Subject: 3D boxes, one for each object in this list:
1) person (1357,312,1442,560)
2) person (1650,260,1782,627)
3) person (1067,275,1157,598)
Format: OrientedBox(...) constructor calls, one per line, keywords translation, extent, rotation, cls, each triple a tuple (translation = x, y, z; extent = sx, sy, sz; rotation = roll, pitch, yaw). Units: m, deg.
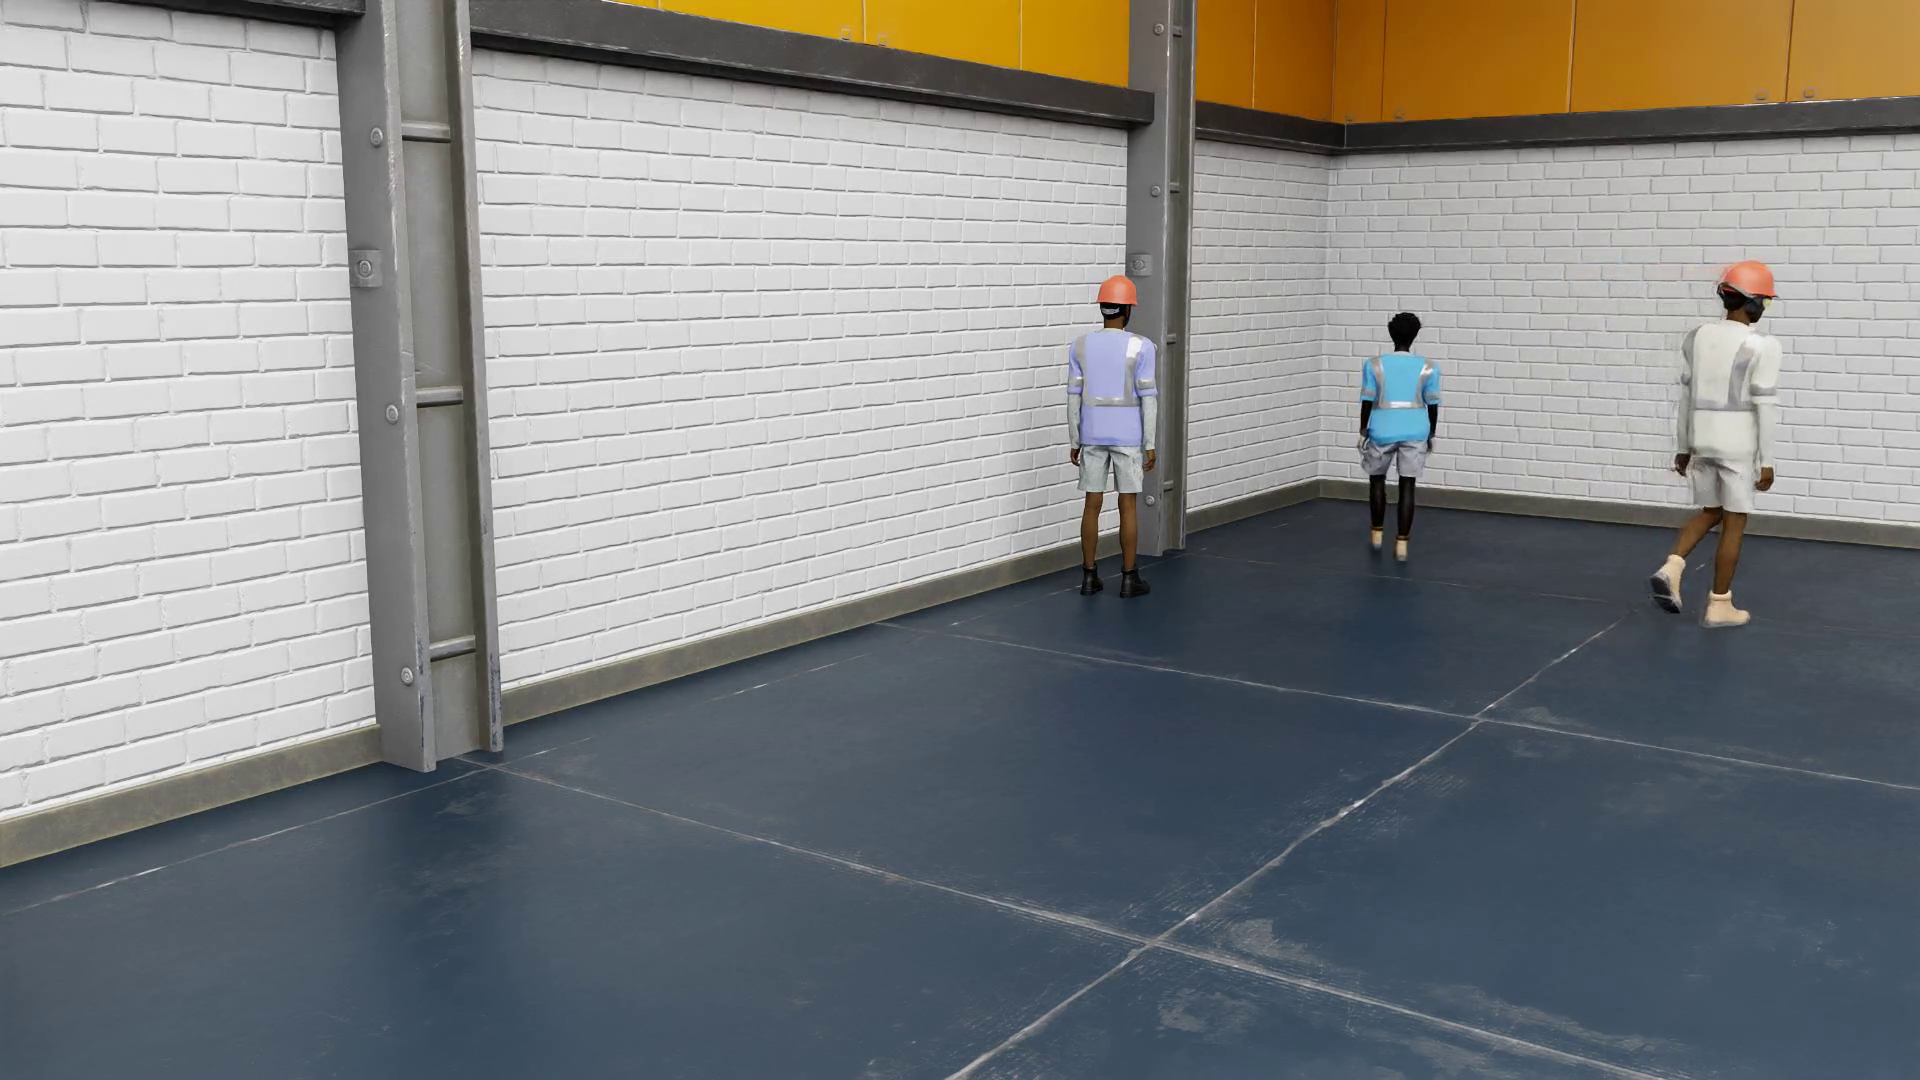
OrientedBox(translation=(3.008, -0.722, 11.433), extent=(0.550, 1.668, 0.680), rotation=(2, 10, 10), cls="person")
OrientedBox(translation=(4.169, -0.511, 9.129), extent=(0.557, 2.024, 0.632), rotation=(-4, 11, -25), cls="person")
OrientedBox(translation=(0.925, -0.619, 10.037), extent=(0.551, 1.934, 0.373), rotation=(4, 10, 22), cls="person")
